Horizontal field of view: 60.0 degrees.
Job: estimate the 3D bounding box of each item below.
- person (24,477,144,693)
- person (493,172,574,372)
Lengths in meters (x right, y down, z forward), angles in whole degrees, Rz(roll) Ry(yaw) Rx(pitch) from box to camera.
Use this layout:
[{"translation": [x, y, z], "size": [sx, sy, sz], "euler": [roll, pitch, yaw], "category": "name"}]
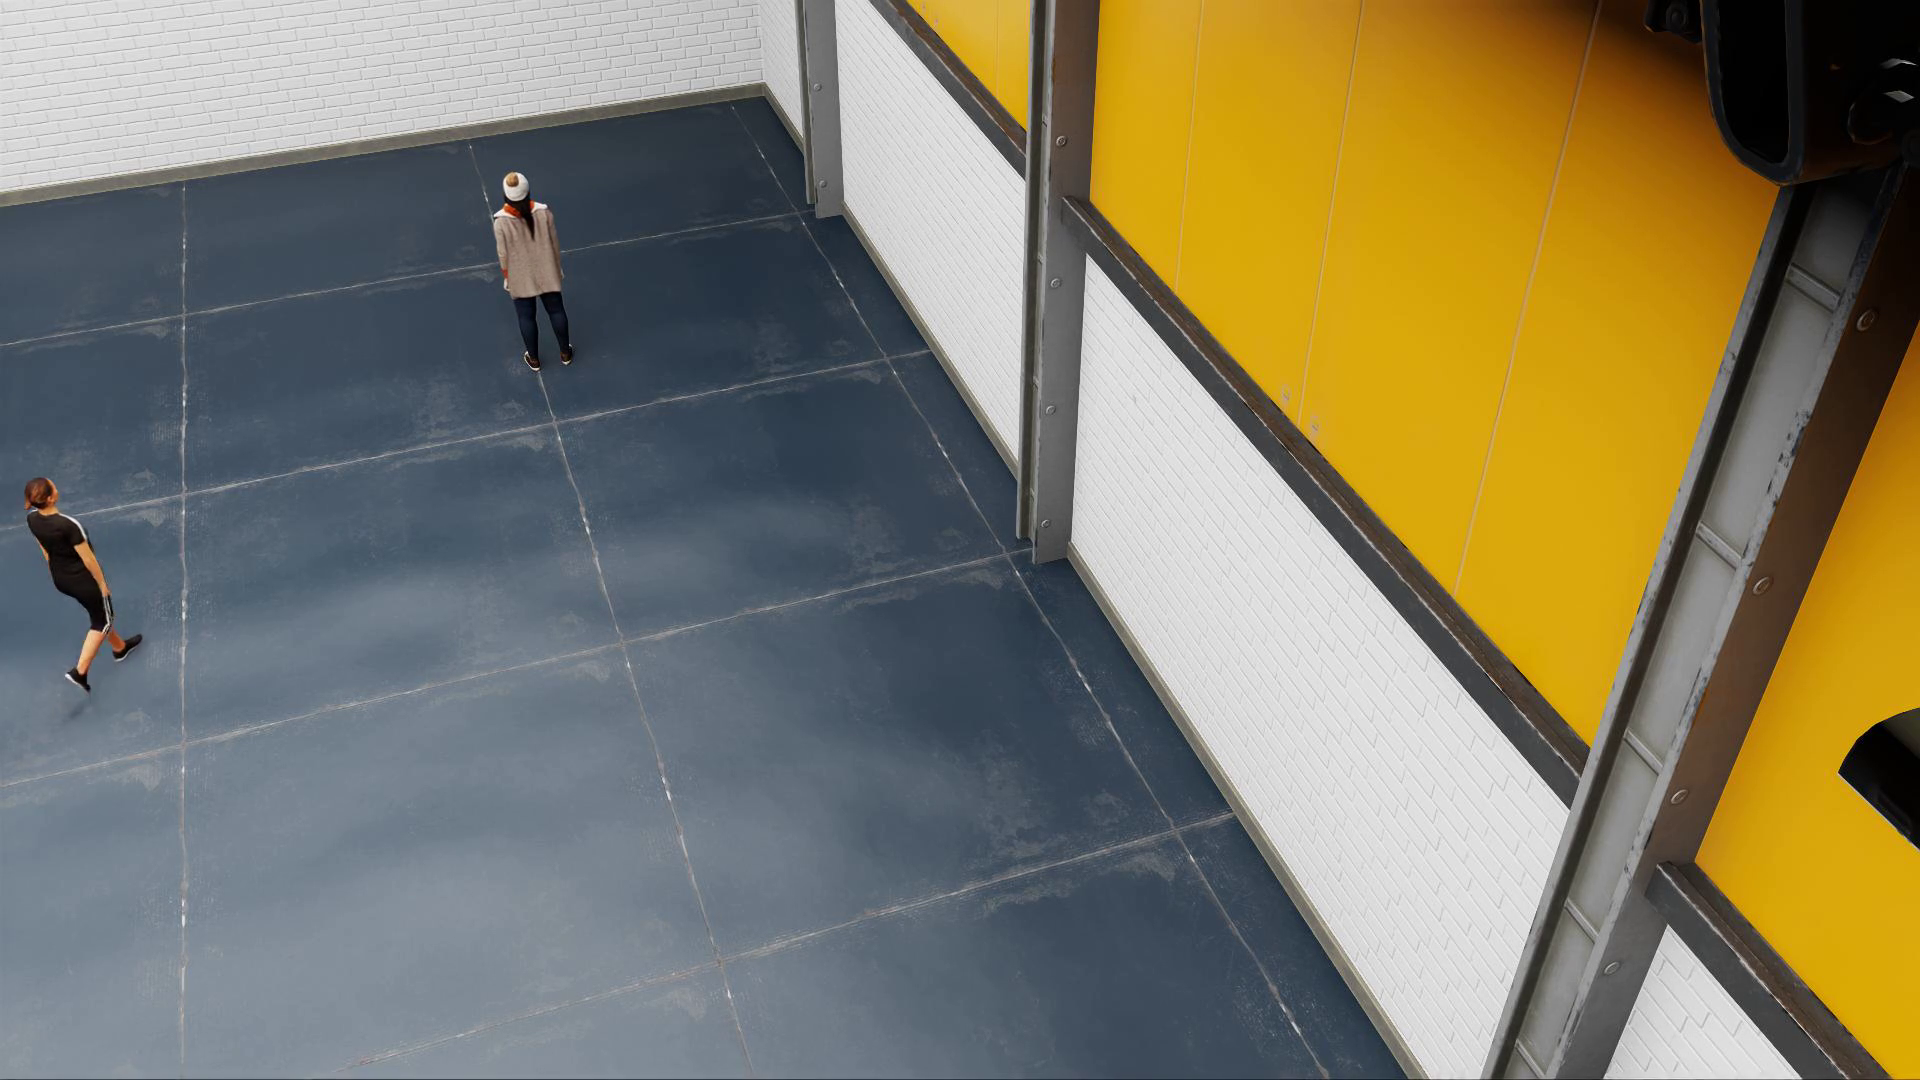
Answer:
[{"translation": [-6.059, 0.304, 11.341], "size": [0.929, 1.648, 1.035], "euler": [12, 40, 14], "category": "person"}, {"translation": [-3.732, -2.360, 14.483], "size": [0.673, 1.890, 0.642], "euler": [-13, 40, -15], "category": "person"}]
